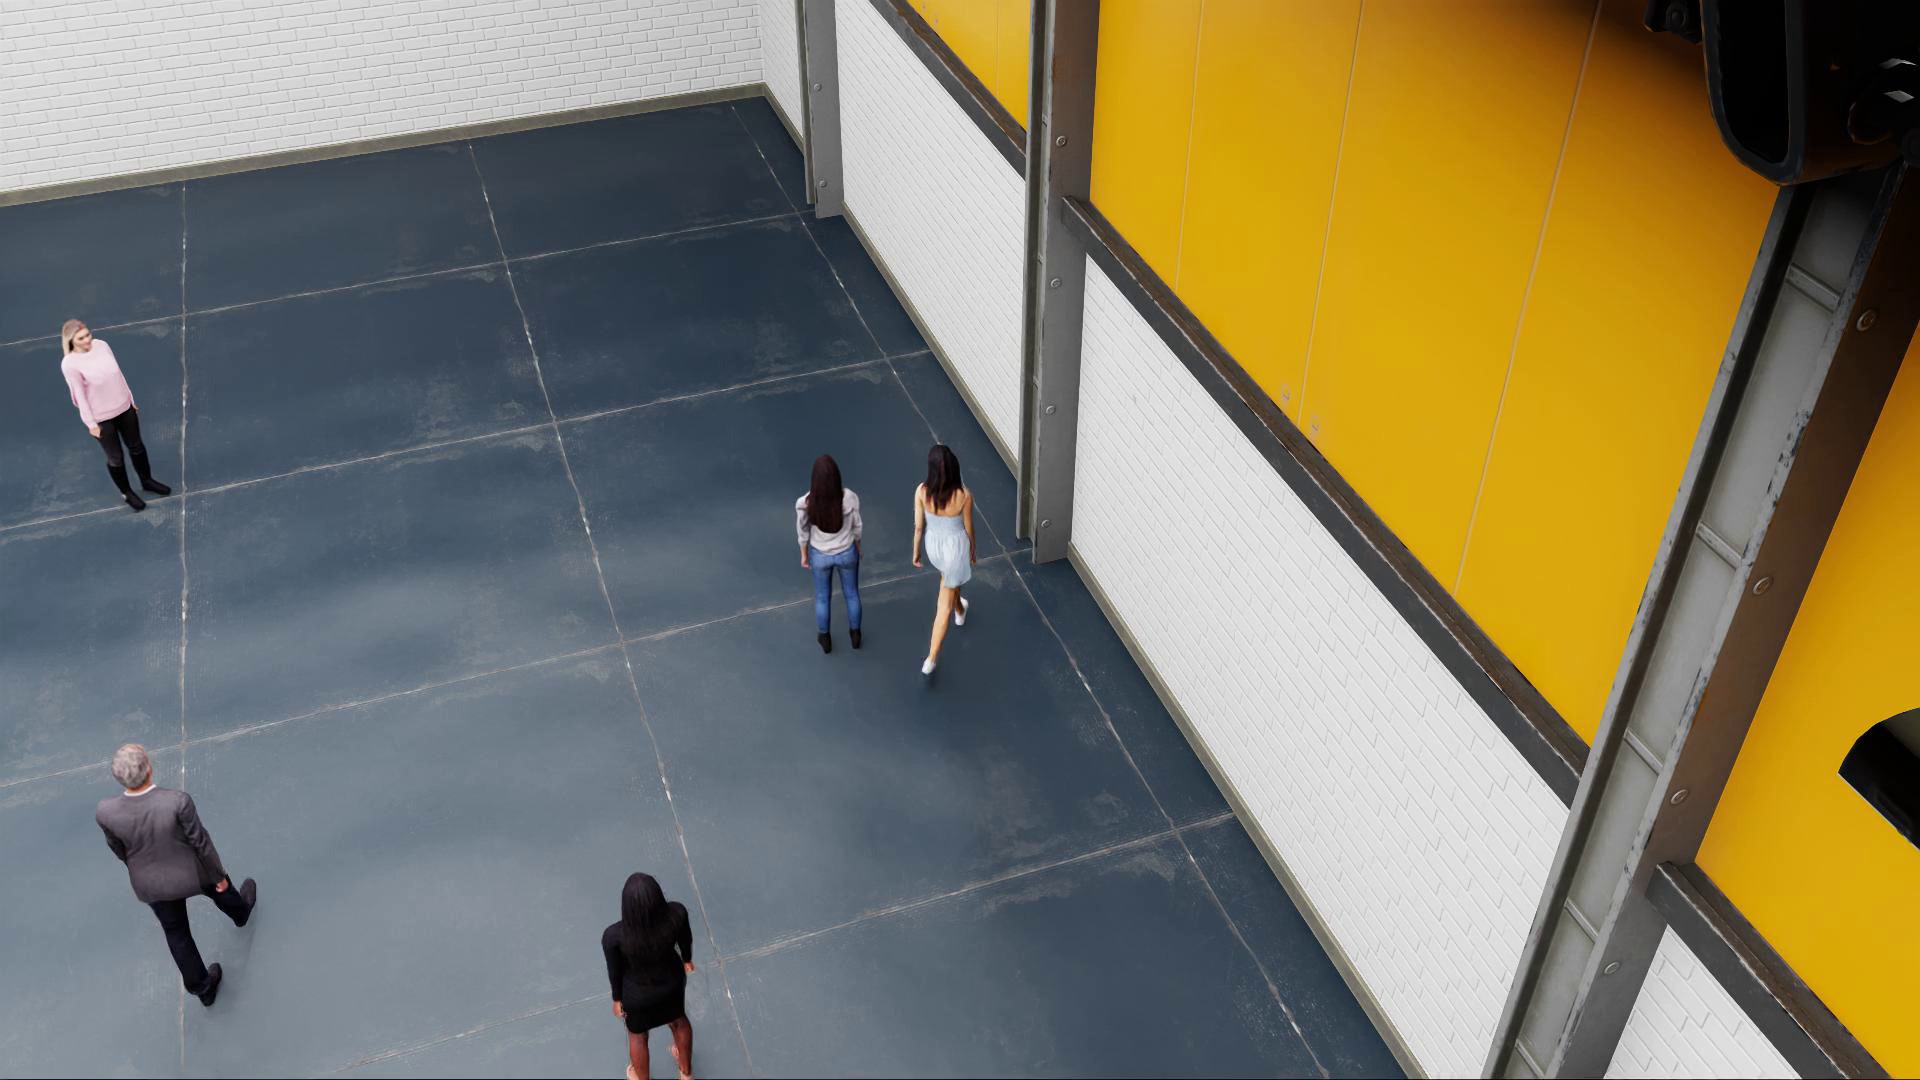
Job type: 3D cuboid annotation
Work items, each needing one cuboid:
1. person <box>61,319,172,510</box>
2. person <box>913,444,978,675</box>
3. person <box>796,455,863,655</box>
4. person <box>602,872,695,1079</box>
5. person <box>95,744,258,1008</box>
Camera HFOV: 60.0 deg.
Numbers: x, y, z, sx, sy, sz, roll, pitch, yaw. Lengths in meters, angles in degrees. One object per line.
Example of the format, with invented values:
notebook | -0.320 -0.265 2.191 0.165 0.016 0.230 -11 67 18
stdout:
person | -6.642 -1.005 12.952 0.751 1.683 0.691 16 41 19
person | -0.117 0.172 11.480 1.038 1.681 1.205 11 40 14
person | -0.879 0.105 11.605 0.633 1.630 0.562 -6 39 -8
person | -1.584 2.351 8.718 0.678 1.722 0.626 -21 43 -24
person | -4.364 1.903 9.210 0.873 1.809 1.125 -6 39 -8
